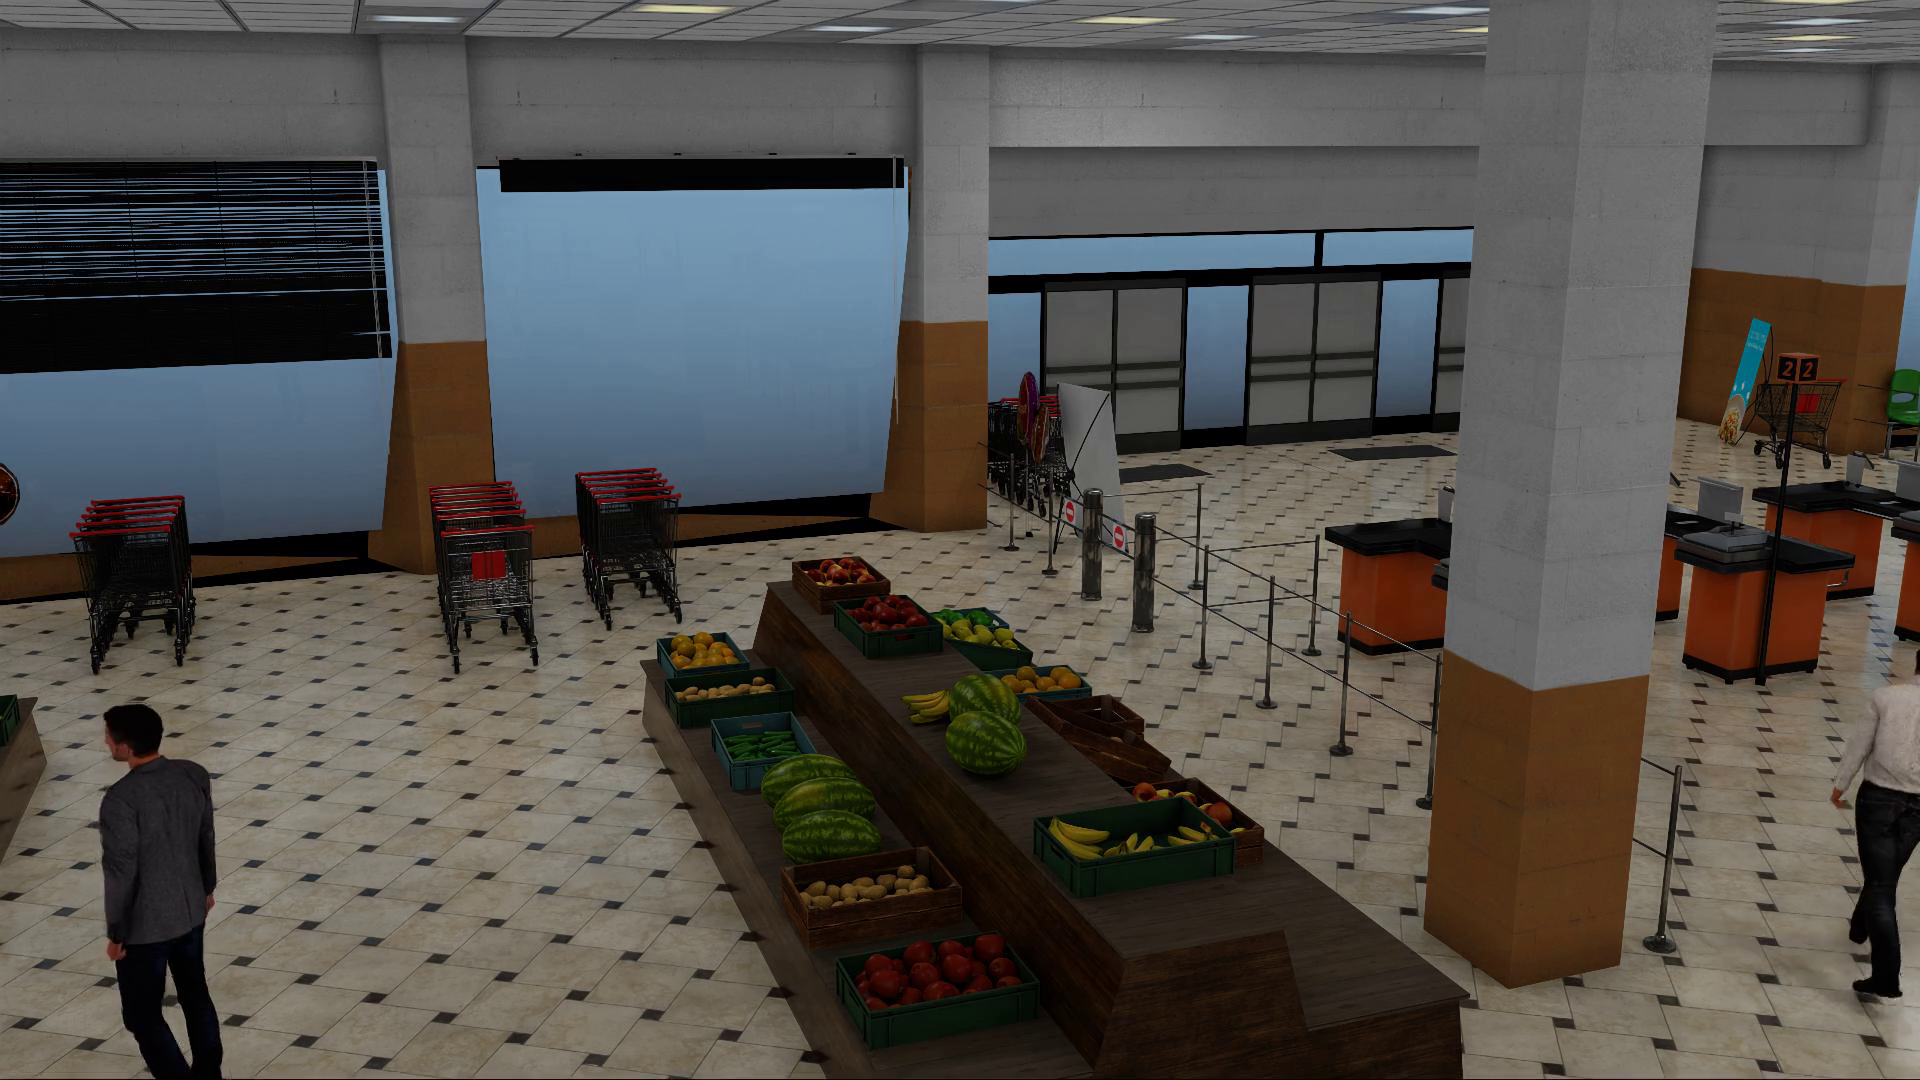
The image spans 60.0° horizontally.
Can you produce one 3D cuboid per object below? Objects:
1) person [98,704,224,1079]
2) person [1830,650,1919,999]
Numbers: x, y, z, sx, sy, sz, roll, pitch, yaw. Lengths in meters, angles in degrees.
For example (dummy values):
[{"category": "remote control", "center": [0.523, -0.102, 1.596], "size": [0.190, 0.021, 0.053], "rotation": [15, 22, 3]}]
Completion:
[{"category": "person", "center": [-3.345, 1.568, 6.962], "size": [0.872, 1.870, 0.794], "rotation": [7, 15, 25]}, {"category": "person", "center": [4.557, 1.366, 8.065], "size": [1.166, 1.742, 1.338], "rotation": [3, 14, 12]}]
